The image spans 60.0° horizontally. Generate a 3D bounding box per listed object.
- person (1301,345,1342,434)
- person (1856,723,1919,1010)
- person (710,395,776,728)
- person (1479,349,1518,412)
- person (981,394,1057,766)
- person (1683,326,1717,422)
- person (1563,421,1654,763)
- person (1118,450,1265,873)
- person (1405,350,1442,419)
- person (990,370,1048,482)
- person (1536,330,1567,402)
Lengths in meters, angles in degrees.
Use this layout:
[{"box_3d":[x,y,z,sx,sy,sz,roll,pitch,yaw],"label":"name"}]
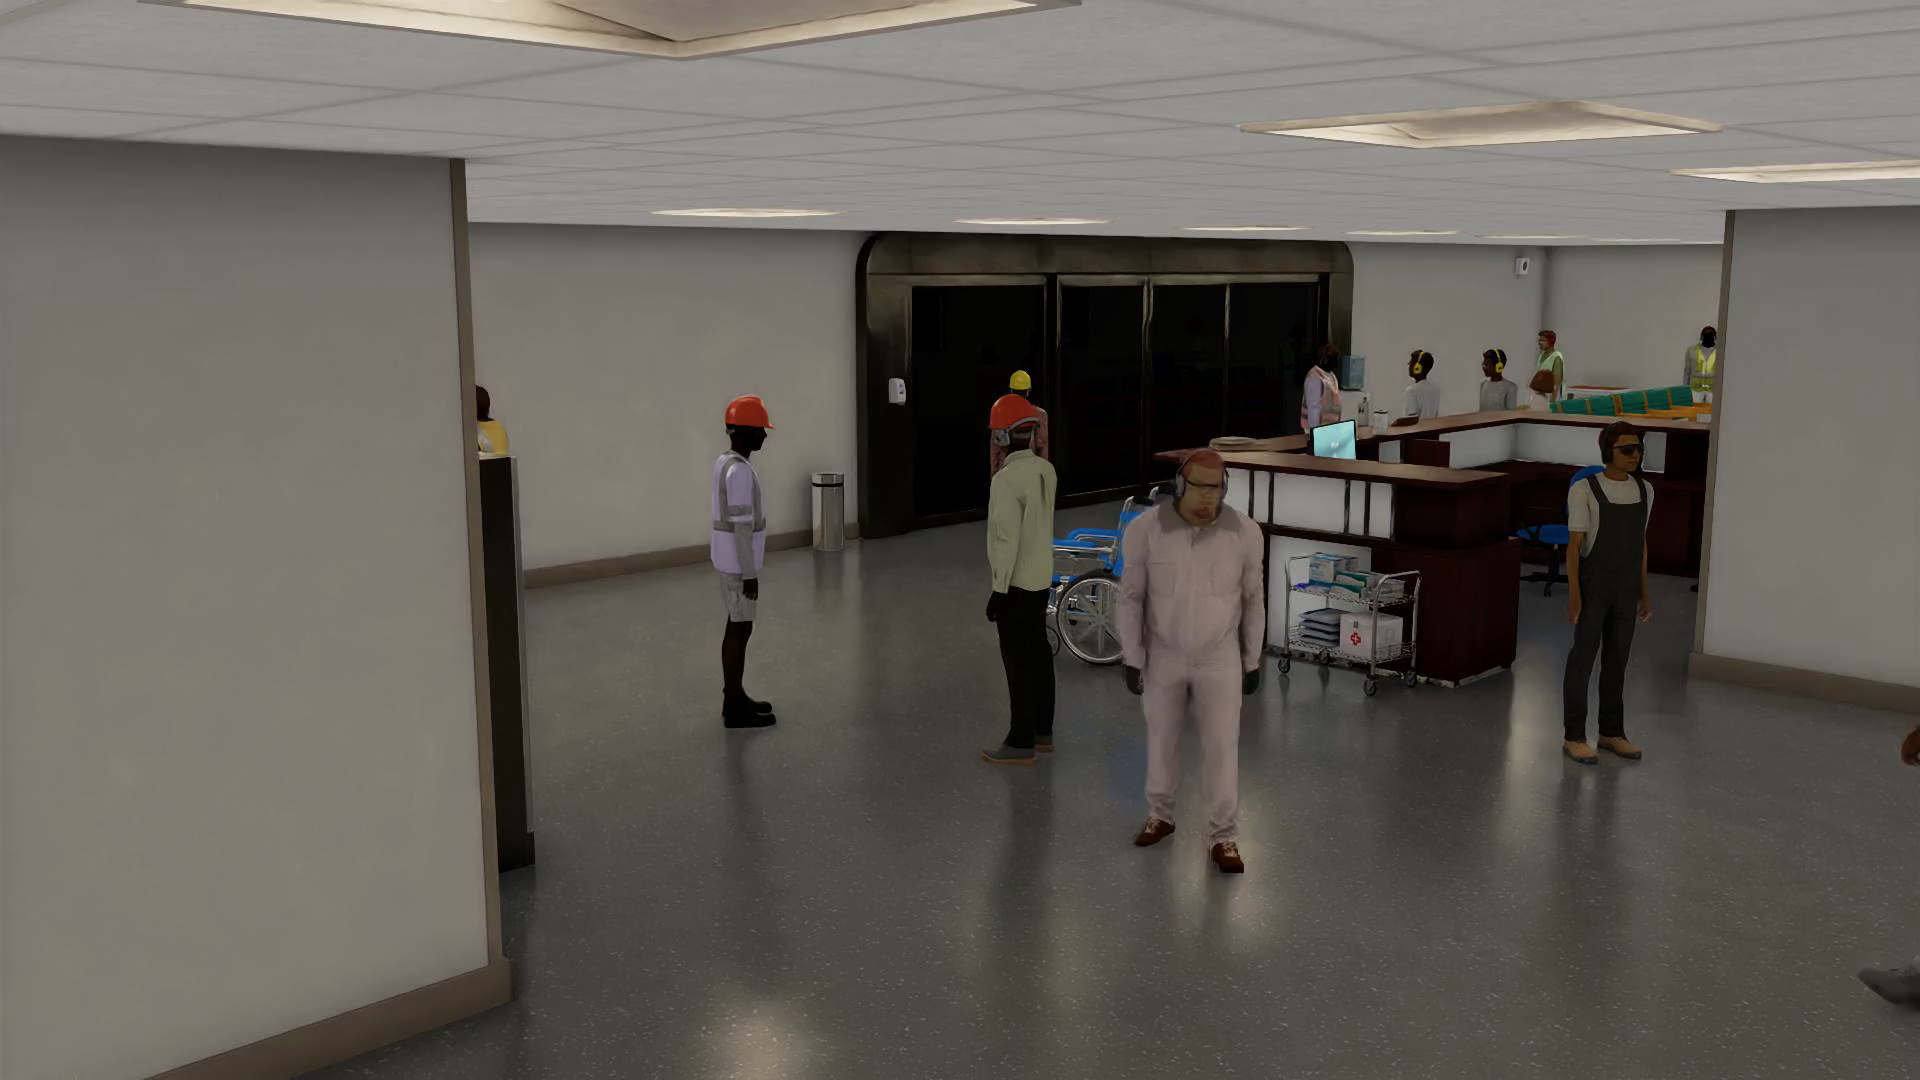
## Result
[{"box_3d":[3.985,-1.235,18.350,0.433,1.833,0.622,5,10,26],"label":"person"},{"box_3d":[3.649,0.740,5.972,0.842,1.913,0.617,1,9,5],"label":"person"},{"box_3d":[-1.252,0.125,9.690,0.390,1.929,0.545,-2,10,-15],"label":"person"},{"box_3d":[5.325,-0.974,16.632,0.332,1.865,0.520,-5,10,-26],"label":"person"},{"box_3d":[0.310,0.212,8.953,0.391,1.990,0.621,5,10,27],"label":"person"},{"box_3d":[10.855,-2.194,24.221,0.620,1.835,0.431,5,10,27],"label":"person"},{"box_3d":[3.506,0.280,8.984,0.507,1.846,0.343,-3,10,-17],"label":"person"},{"box_3d":[1.034,0.522,7.465,0.660,1.872,0.661,1,9,8],"label":"person"},{"box_3d":[4.460,-0.914,16.220,0.528,1.876,0.323,-8,12,-40],"label":"person"},{"box_3d":[0.527,-0.644,14.926,0.531,1.761,0.334,2,9,10],"label":"person"},{"box_3d":[7.975,-1.916,22.503,0.388,1.837,0.560,-1,9,-6],"label":"person"}]
